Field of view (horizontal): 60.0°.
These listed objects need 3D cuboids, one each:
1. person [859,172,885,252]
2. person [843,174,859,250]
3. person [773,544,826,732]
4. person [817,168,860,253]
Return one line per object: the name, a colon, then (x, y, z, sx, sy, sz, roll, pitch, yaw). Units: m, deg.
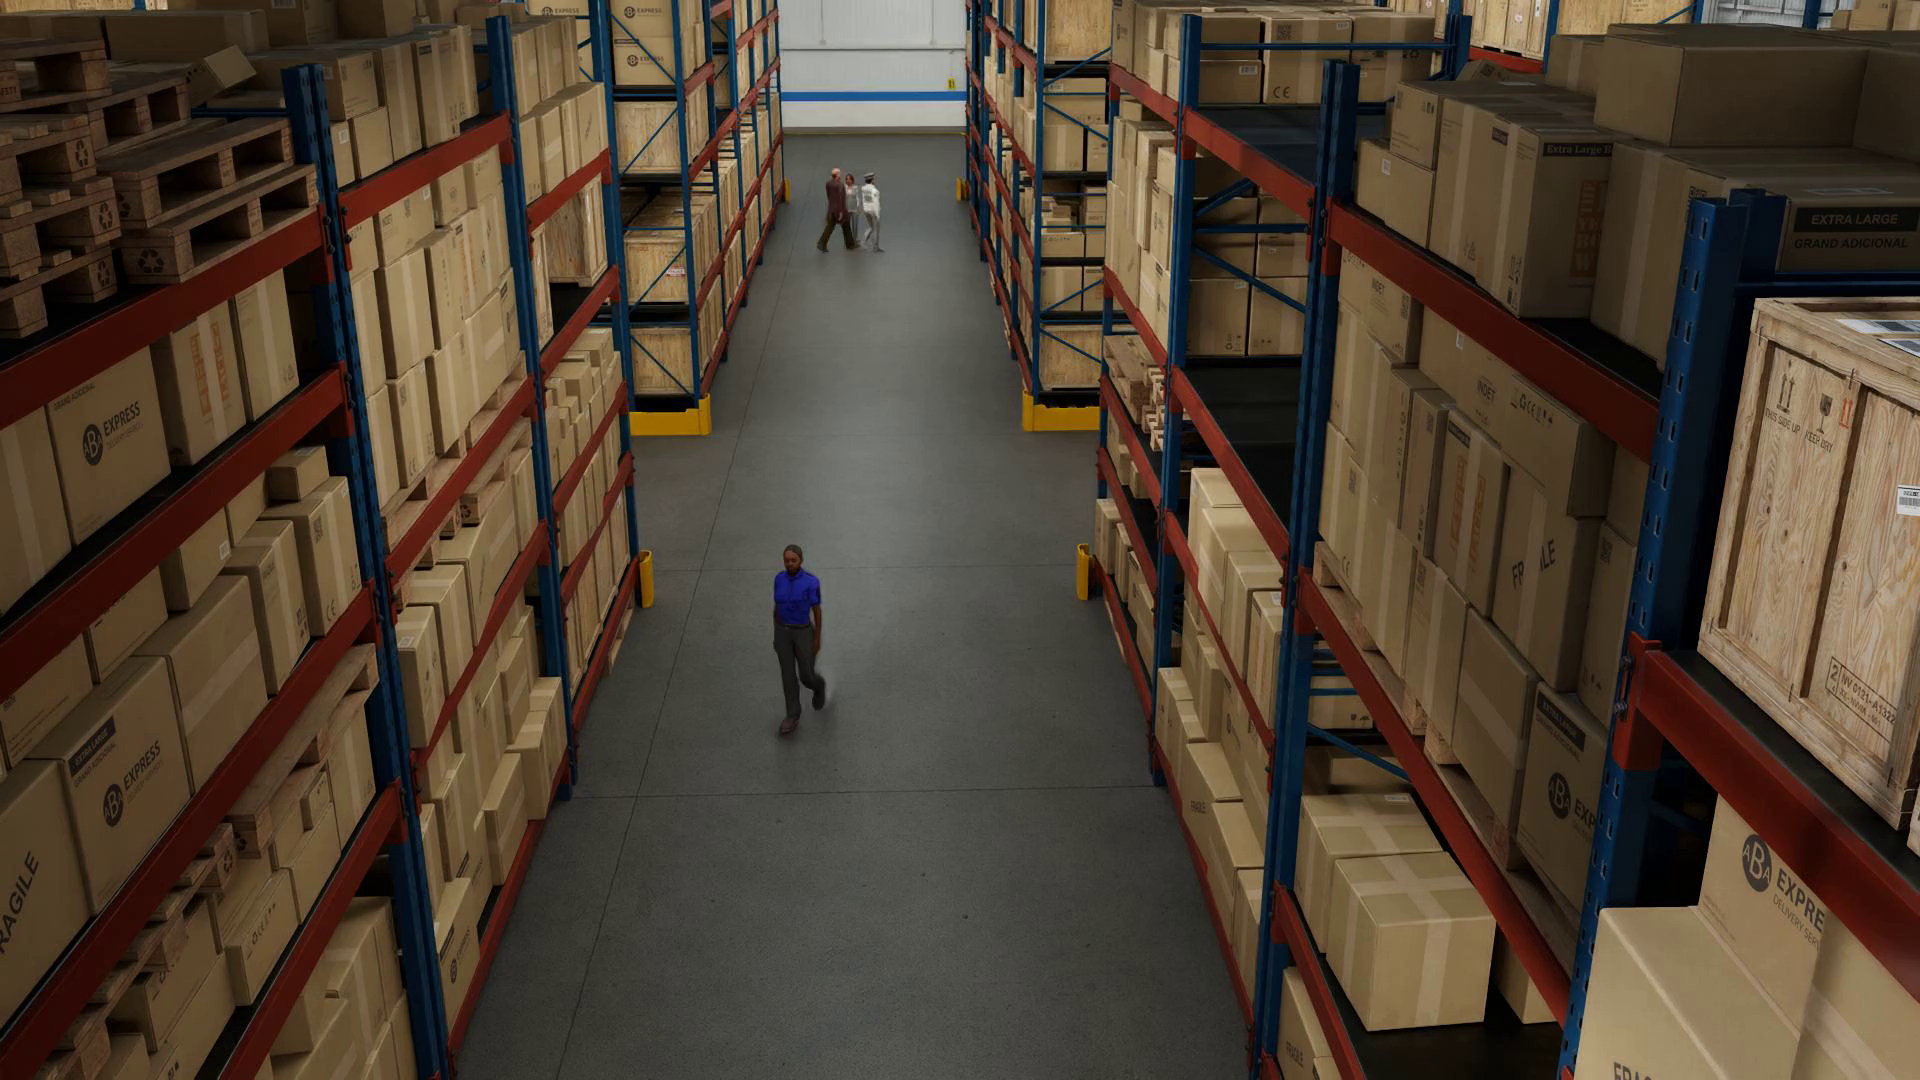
person: (-1.857, -6.916, 35.147, 0.539, 1.671, 0.515, -16, 26, -37)
person: (-2.347, -7.017, 35.532, 0.408, 1.603, 0.324, -3, 21, -9)
person: (-1.402, 0.819, 14.425, 0.446, 1.654, 0.574, 6, 21, 16)
person: (-2.598, -6.978, 35.186, 0.574, 1.752, 1.078, 17, 26, 38)
